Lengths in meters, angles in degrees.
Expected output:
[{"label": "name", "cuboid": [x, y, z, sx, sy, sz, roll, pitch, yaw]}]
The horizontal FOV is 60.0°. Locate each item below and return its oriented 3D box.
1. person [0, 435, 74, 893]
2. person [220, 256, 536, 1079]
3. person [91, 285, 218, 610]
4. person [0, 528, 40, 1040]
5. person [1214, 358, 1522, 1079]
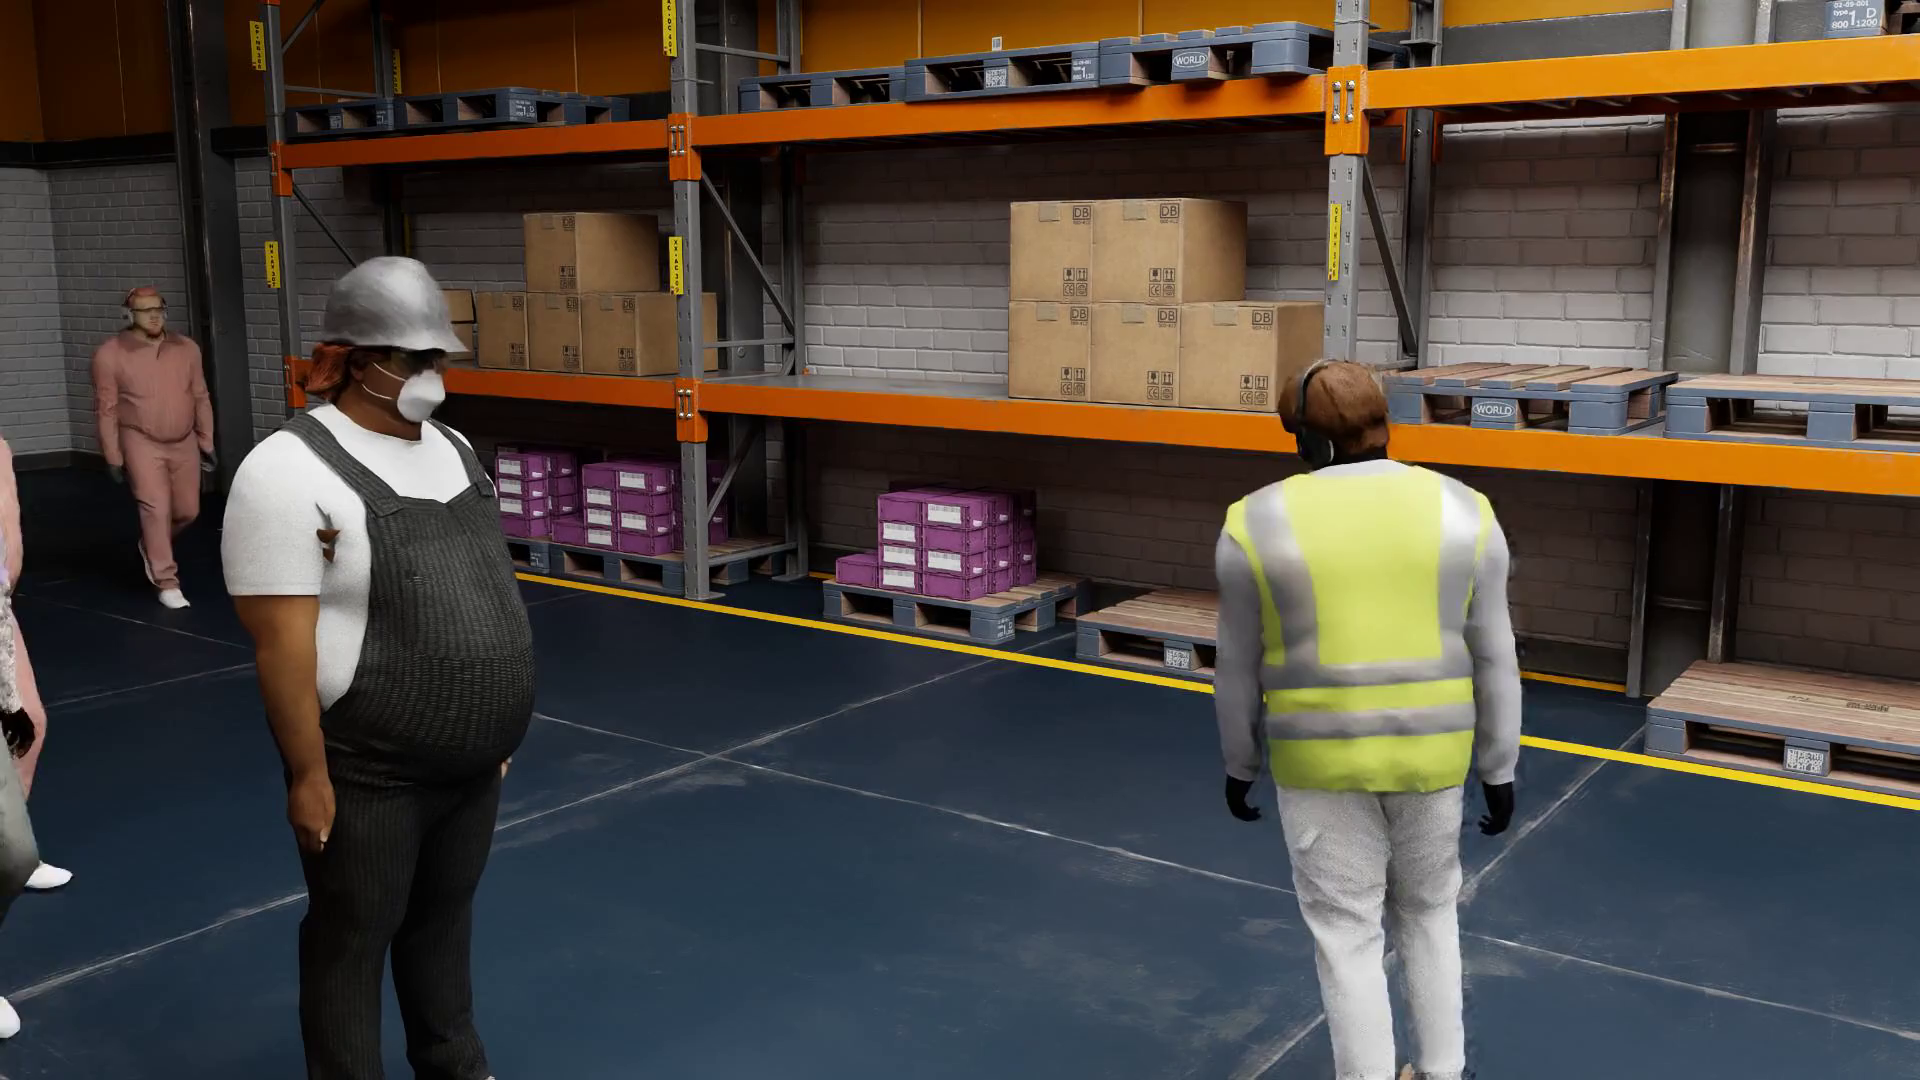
[{"label": "person", "cuboid": [-3.089, 0.256, 5.039, 0.655, 1.866, 0.663, 0, 10, -2]}, {"label": "person", "cuboid": [-1.177, 0.407, 3.612, 0.537, 2.000, 0.678, 4, 10, 20]}, {"label": "person", "cuboid": [-4.779, -0.562, 9.846, 0.759, 1.886, 0.645, 7, 12, 36]}, {"label": "person", "cuboid": [-2.473, 0.426, 3.941, 0.484, 1.889, 0.636, 5, 11, 29]}, {"label": "person", "cuboid": [0.891, 0.505, 3.733, 0.667, 1.811, 0.504, 0, 10, 1]}]
